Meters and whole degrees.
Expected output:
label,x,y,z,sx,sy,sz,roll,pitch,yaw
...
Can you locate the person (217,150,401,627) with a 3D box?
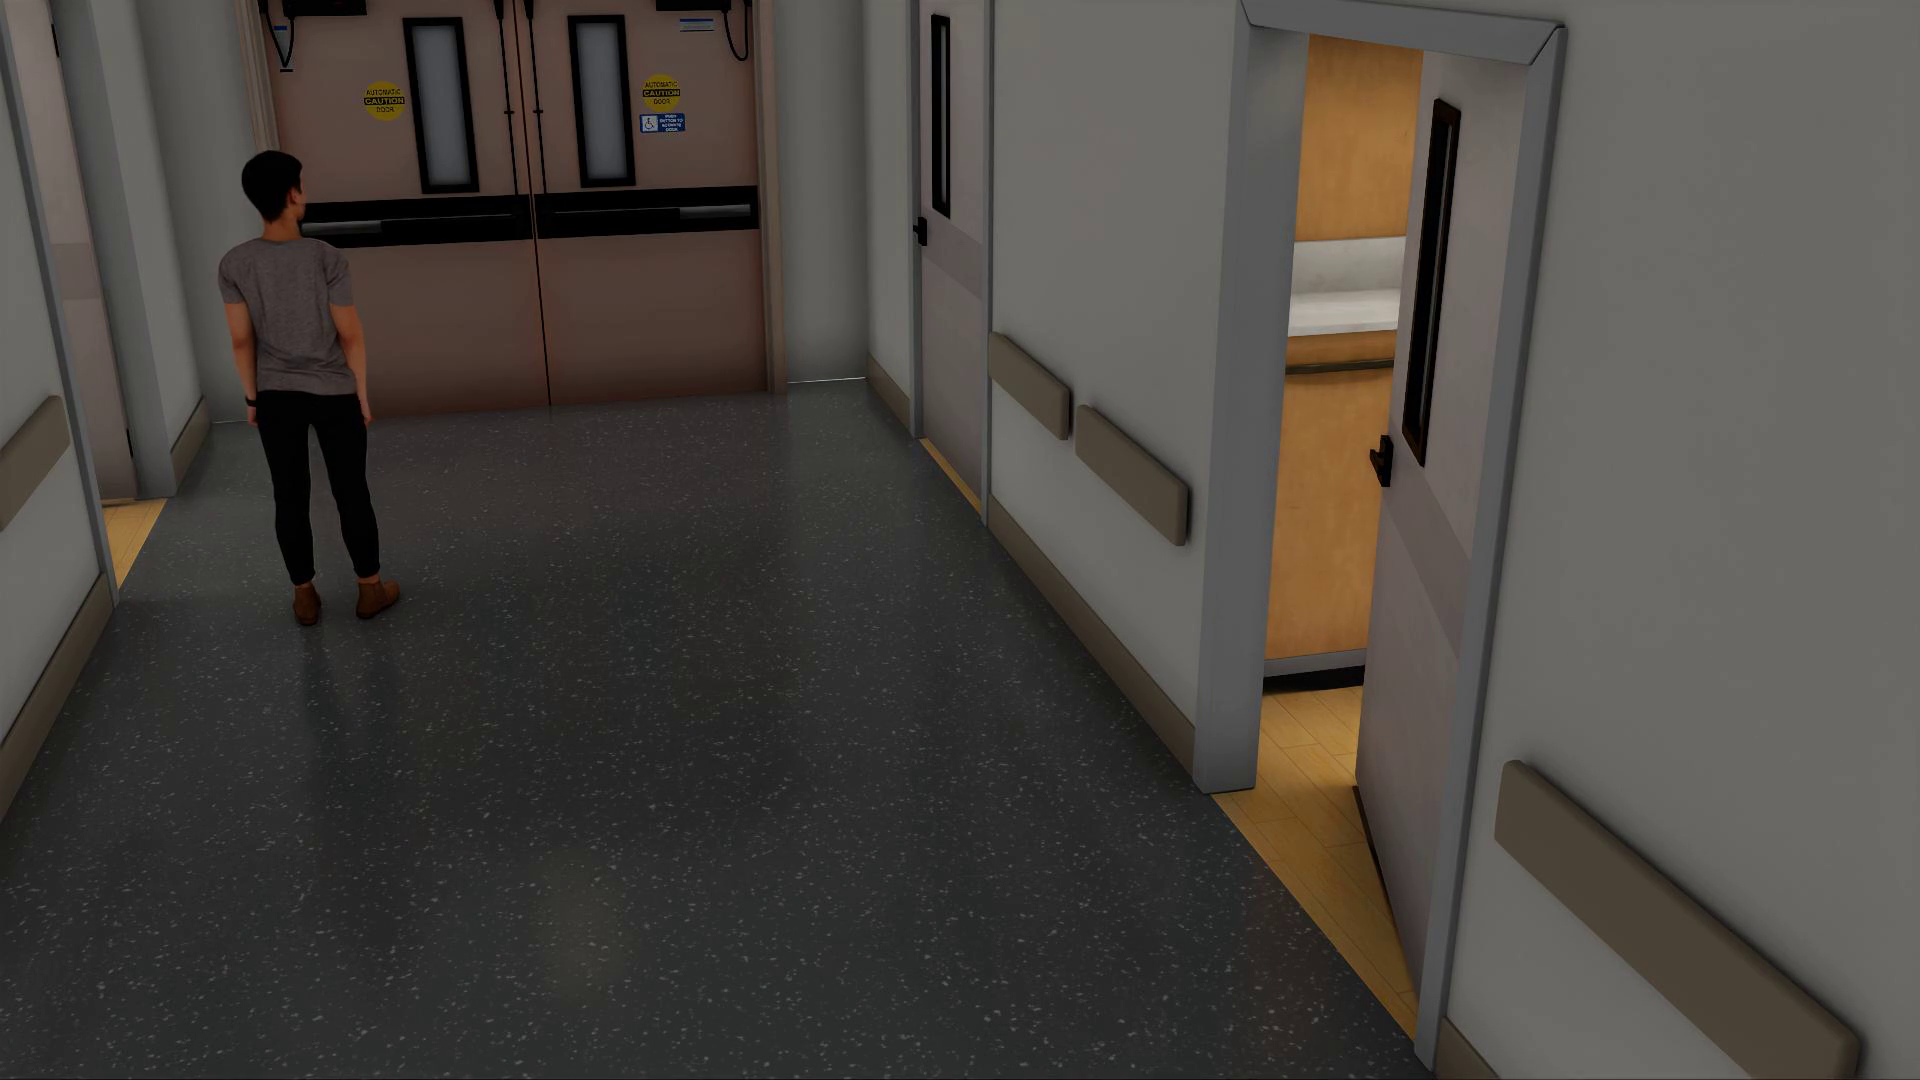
label,x,y,z,sx,sy,sz,roll,pitch,yaw
person,-2.372,-0.535,6.026,0.627,1.714,0.565,-3,21,-8
